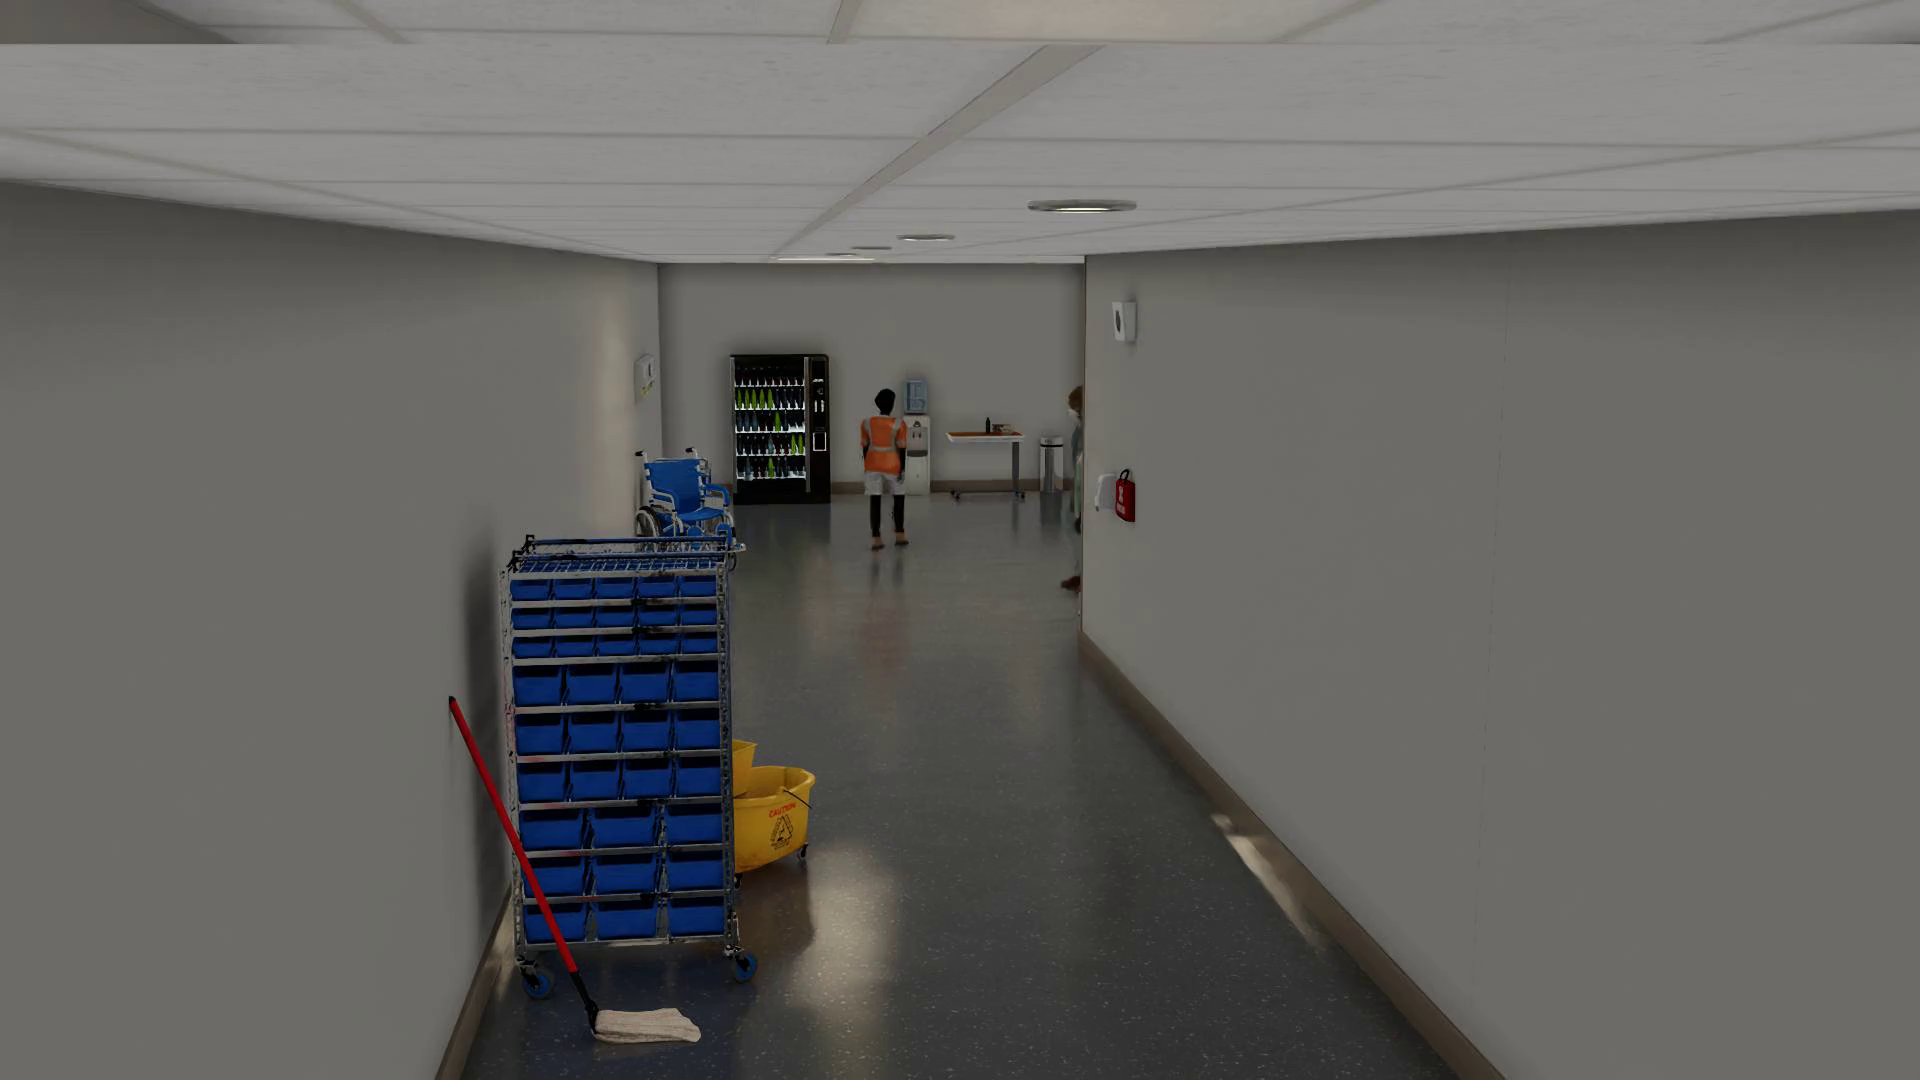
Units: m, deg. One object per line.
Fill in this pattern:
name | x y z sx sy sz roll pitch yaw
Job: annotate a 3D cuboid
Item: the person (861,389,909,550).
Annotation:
person | -0.776 -0.753 17.532 0.541 1.669 0.682 2 9 14
